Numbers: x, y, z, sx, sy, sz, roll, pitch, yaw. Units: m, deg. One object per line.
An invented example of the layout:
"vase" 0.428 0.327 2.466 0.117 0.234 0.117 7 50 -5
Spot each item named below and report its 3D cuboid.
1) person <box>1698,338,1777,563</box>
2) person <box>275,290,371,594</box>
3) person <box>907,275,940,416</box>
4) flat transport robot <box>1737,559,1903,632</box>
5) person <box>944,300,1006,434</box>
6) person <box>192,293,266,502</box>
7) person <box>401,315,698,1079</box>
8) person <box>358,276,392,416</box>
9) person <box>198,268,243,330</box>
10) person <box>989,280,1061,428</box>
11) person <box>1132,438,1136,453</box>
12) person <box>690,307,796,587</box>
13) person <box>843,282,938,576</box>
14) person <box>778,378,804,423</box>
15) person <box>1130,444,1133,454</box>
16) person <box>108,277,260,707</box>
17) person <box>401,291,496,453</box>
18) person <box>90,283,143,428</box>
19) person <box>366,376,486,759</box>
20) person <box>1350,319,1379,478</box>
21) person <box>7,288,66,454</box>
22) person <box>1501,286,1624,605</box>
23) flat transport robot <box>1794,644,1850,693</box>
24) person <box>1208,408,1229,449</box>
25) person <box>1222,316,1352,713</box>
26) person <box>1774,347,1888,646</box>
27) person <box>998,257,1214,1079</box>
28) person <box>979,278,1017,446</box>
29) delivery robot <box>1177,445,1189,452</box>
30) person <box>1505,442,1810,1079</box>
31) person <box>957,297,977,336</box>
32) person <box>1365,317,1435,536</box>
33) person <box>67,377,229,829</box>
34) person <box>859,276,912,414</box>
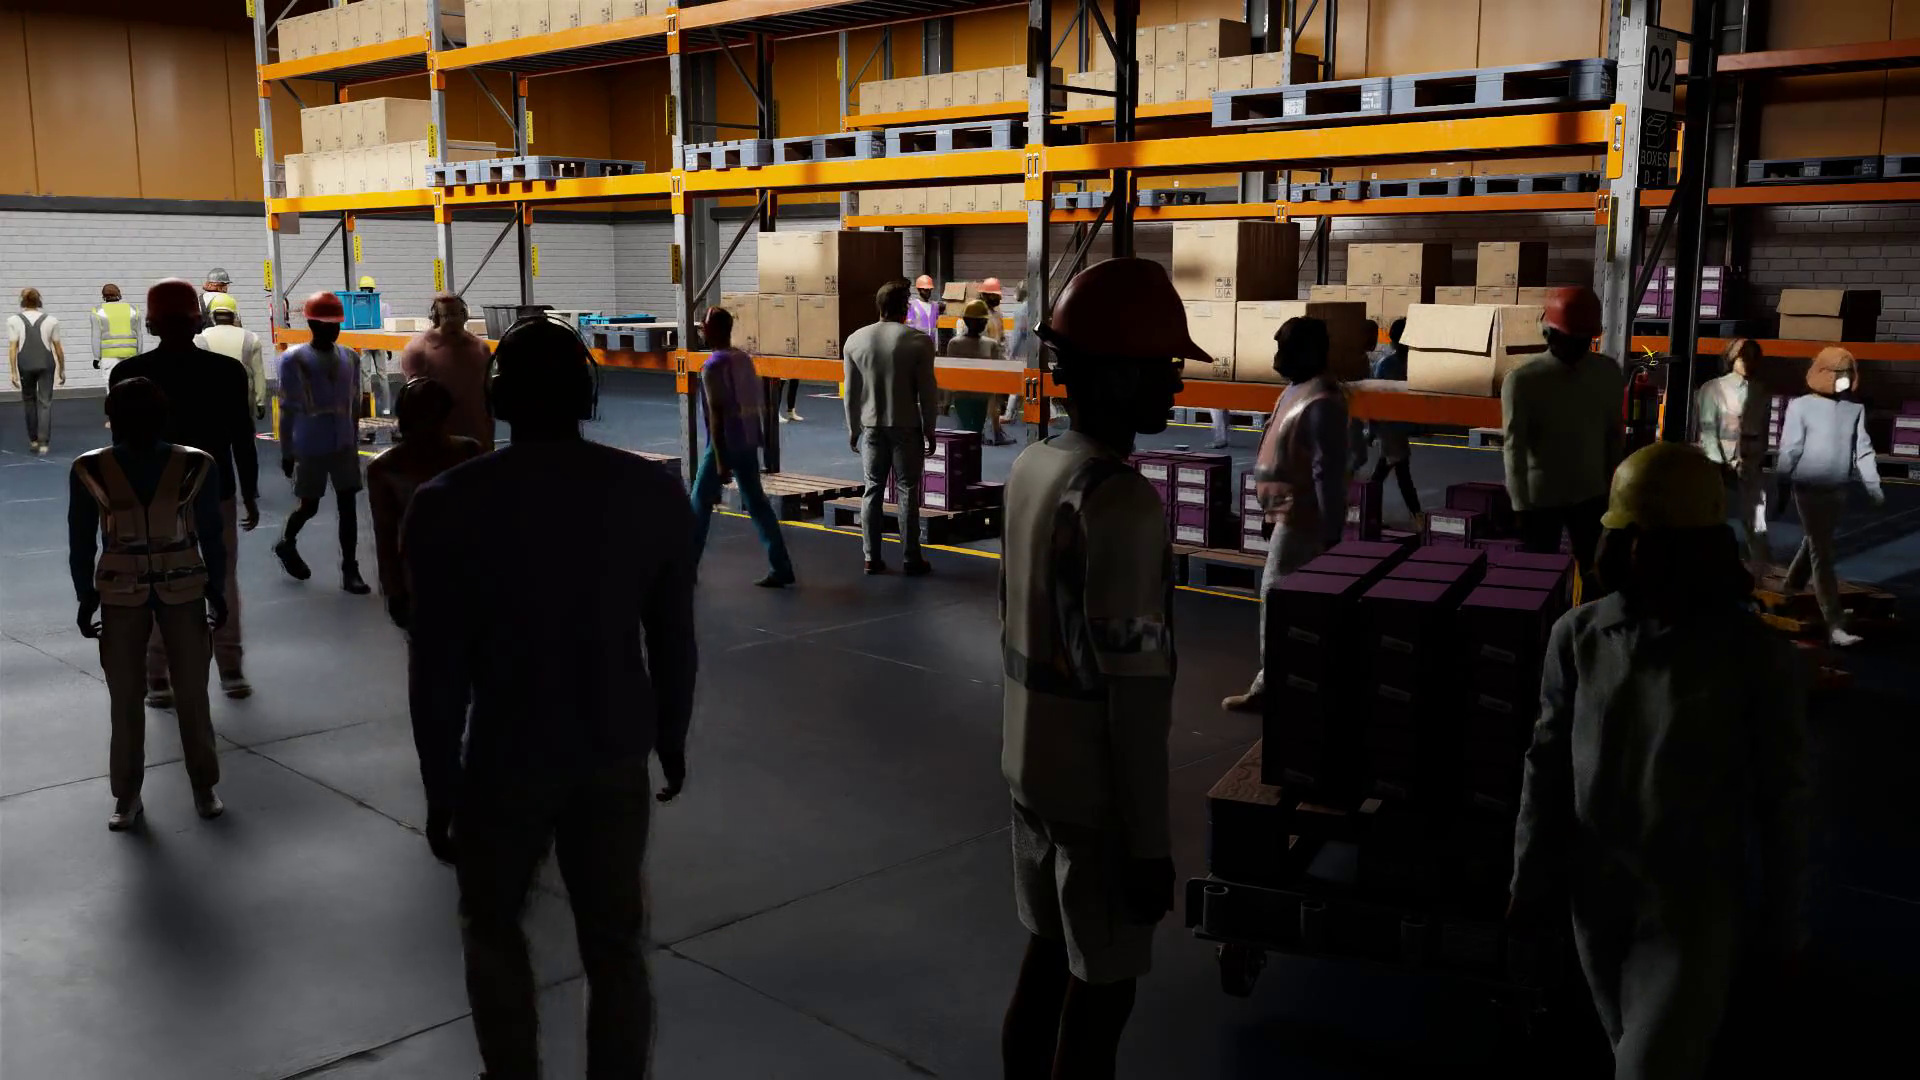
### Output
"person" 4.813 -0.444 10.294 0.508 1.592 0.880 -1 9 -4
"person" -4.067 -0.619 10.464 0.816 1.905 0.559 8 12 40
"person" -0.492 -2.664 22.862 0.546 1.939 0.375 -7 12 -37
"flat transport robot" 4.735 0.300 9.785 0.652 0.197 1.431 -2 9 -12
"person" 0.175 -1.219 14.559 0.554 1.740 0.685 -7 12 -36
"person" -6.372 -1.230 14.478 0.609 1.800 0.744 -4 10 -25
"person" -0.878 0.480 3.652 0.646 1.922 0.562 -4 10 -26
"person" -8.111 -2.658 22.866 0.591 1.922 0.380 -6 11 -34
"person" -9.416 -2.456 21.274 0.689 2.000 0.537 3 10 20
"person" 0.867 -2.356 21.131 1.004 1.896 0.645 4 10 22
"person" 1.494 -1.573 16.345 0.644 1.884 0.795 -5 10 -26
"person" -1.461 -0.575 10.558 0.959 1.798 0.555 5 10 26
"person" -0.448 -0.725 10.973 0.636 1.937 0.358 2 10 15
"person" -2.257 -2.380 21.894 0.322 1.693 0.533 7 12 37
"person" 1.497 -1.180 14.326 0.544 1.739 0.722 -6 11 -34
"person" -3.584 -0.220 7.737 0.616 1.983 0.409 -7 11 -35
"person" -3.296 -0.686 10.943 0.658 1.870 0.817 -7 12 -38
"person" -10.732 -2.340 21.184 0.619 1.839 0.430 -9 13 -44
"person" -2.039 0.166 6.452 0.425 1.619 0.536 8 13 42
"person" 3.196 -0.983 13.503 0.370 1.614 0.524 4 10 26
"person" -10.183 -1.868 18.383 0.522 1.800 0.921 -5 10 -27
"person" 2.791 -0.190 7.647 0.636 1.948 0.659 -1 9 -6
"flat transport robot" 3.472 0.612 7.873 1.431 0.197 0.652 -5 11 -28
"person" 2.930 -1.894 18.769 0.544 1.768 0.584 -6 11 -31
"person" 1.638 -0.105 7.548 0.786 1.822 0.611 1 9 5
"person" 4.740 -0.246 9.053 0.506 1.598 0.750 -3 10 -19
"person" 0.285 0.475 3.294 0.393 2.041 0.613 -3 10 -17
"person" 0.428 -2.019 18.978 0.808 1.908 0.577 6 11 31
"delivery robot" 1.843 -0.543 13.784 0.477 0.478 0.707 -6 11 -34
"person" 1.274 0.671 3.114 0.701 1.720 0.518 -7 12 -38
"person" 0.175 -2.575 23.275 0.504 1.626 0.281 -4 10 -25
"person" 3.388 -0.860 12.627 0.846 1.639 0.637 9 13 43
"person" -2.949 0.222 6.078 0.521 1.640 0.306 -4 10 -25
"person" -0.859 -2.283 20.524 0.757 1.942 0.623 -2 9 -12
